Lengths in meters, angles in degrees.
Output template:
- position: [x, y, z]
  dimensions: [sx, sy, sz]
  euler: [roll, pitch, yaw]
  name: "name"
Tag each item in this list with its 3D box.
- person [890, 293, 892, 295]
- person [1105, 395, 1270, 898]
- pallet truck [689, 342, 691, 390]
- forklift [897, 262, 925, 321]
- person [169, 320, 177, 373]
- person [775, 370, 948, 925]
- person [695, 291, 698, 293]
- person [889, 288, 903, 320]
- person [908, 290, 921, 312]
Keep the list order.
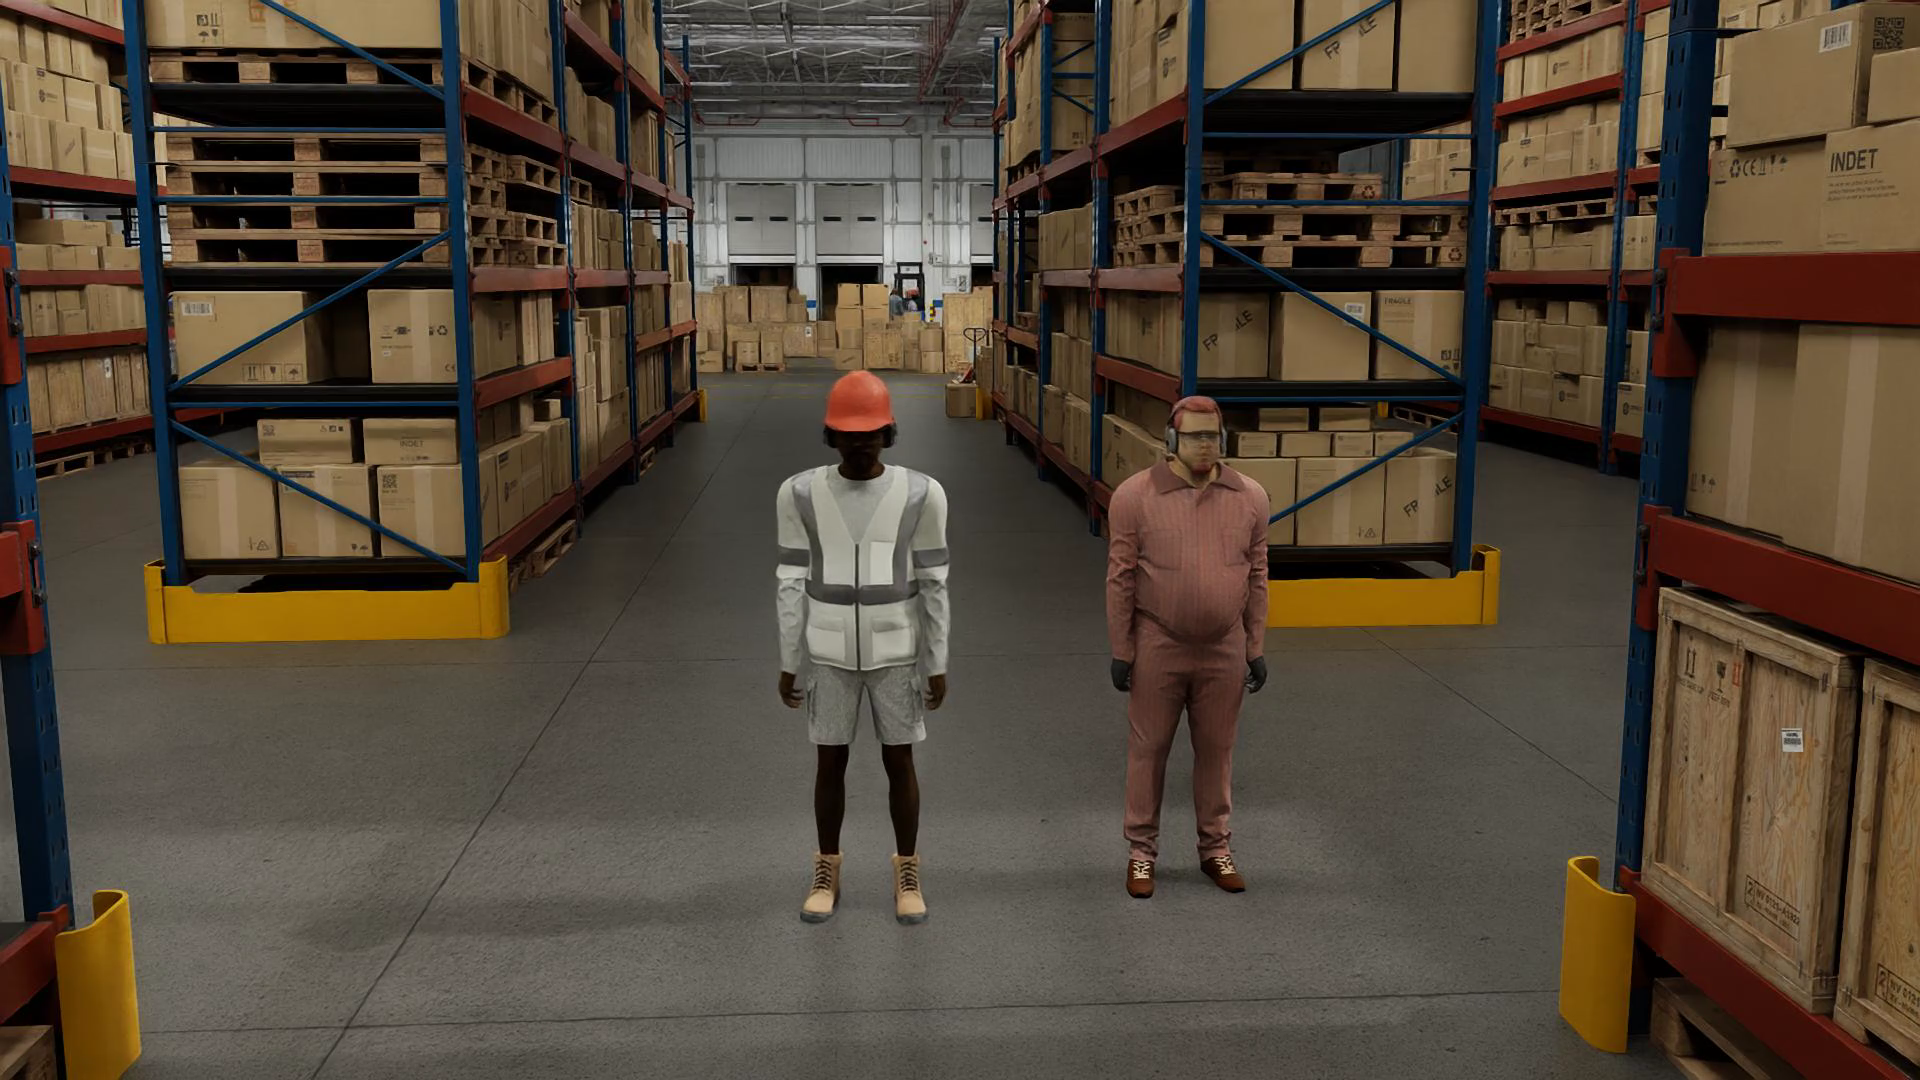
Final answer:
- position: [-2.531, -8.448, 62.579]
  dimensions: [0.535, 1.697, 0.321]
  euler: [0, 9, 0]
  name: "person"
- position: [0.875, 0.404, 6.332]
  dimensions: [0.643, 1.911, 0.411]
  euler: [-1, 9, -8]
  name: "person"
- position: [-5.225, -3.008, 27.480]
  dimensions: [1.885, 1.965, 0.823]
  euler: [2, 9, 14]
  name: "pallet truck"
- position: [-1.795, -8.581, 59.711]
  dimensions: [1.129, 2.768, 1.873]
  euler: [-1, 9, -4]
  name: "forklift"
- position: [-13.853, -3.186, 29.032]
  dimensions: [0.589, 1.866, 0.400]
  euler: [1, 9, 8]
  name: "person"
- position: [-0.351, 0.407, 5.969]
  dimensions: [0.622, 2.030, 0.441]
  euler: [1, 9, 3]
  name: "person"
- position: [-7.995, -6.687, 50.868]
  dimensions: [0.823, 1.908, 0.630]
  euler: [-2, 9, -14]
  name: "person"
- position: [-2.288, -7.799, 57.794]
  dimensions: [0.638, 1.929, 0.374]
  euler: [3, 10, 19]
  name: "person"
- position: [-1.291, -6.689, 50.870]
  dimensions: [0.860, 1.904, 0.577]
  euler: [-1, 9, -4]
  name: "person"
